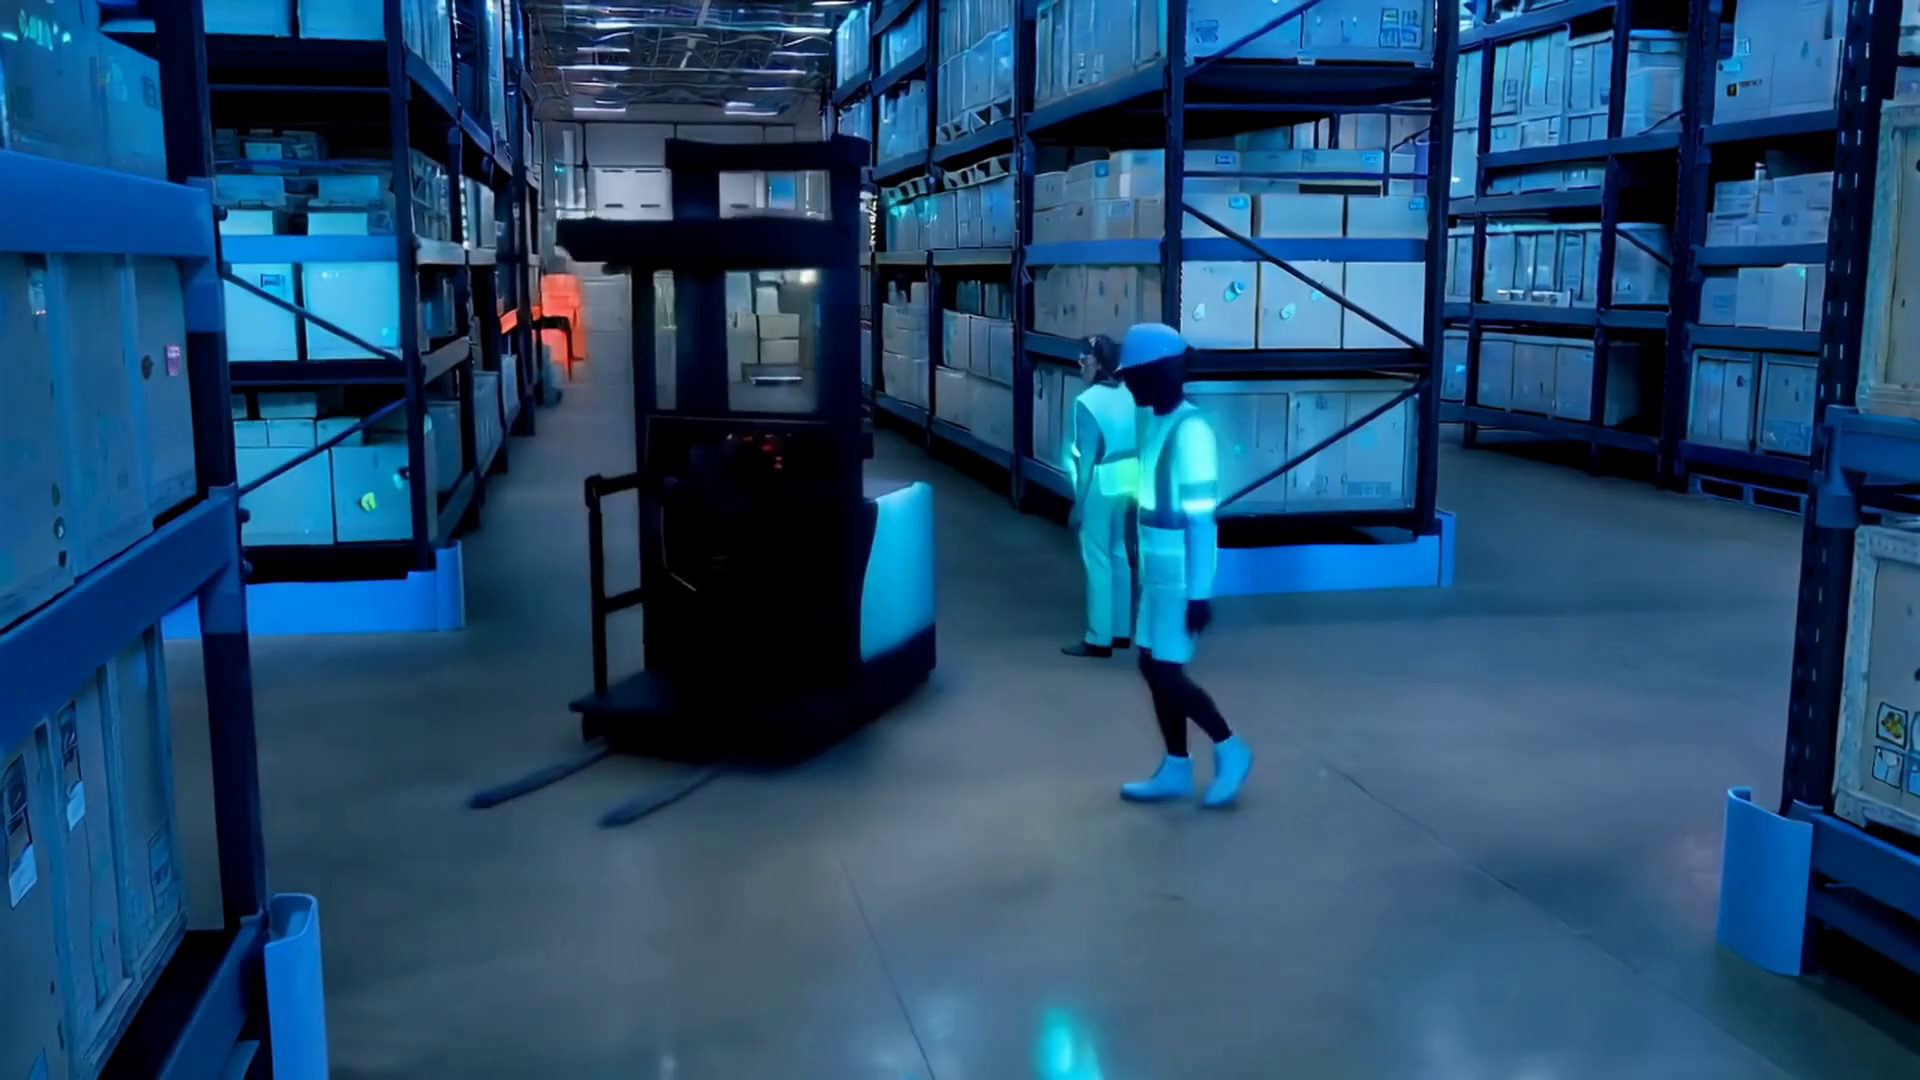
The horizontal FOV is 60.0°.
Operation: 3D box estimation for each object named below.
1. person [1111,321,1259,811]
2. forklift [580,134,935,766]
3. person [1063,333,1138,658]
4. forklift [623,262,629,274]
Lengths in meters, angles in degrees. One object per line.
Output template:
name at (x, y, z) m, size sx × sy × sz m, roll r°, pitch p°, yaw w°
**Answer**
person at (0.901, 0.126, 6.715) m, size 0.594 × 2.008 × 0.645 m, roll -2°, pitch 9°, yaw -9°
forklift at (-0.909, -0.538, 8.105) m, size 1.129 × 2.768 × 1.873 m, roll 3°, pitch 10°, yaw 19°
person at (0.822, -0.250, 9.491) m, size 0.372 × 1.843 × 0.570 m, roll 6°, pitch 11°, yaw 32°
forklift at (-10.974, -8.474, 56.474) m, size 1.129 × 2.768 × 1.873 m, roll -1°, pitch 9°, yaw -8°
